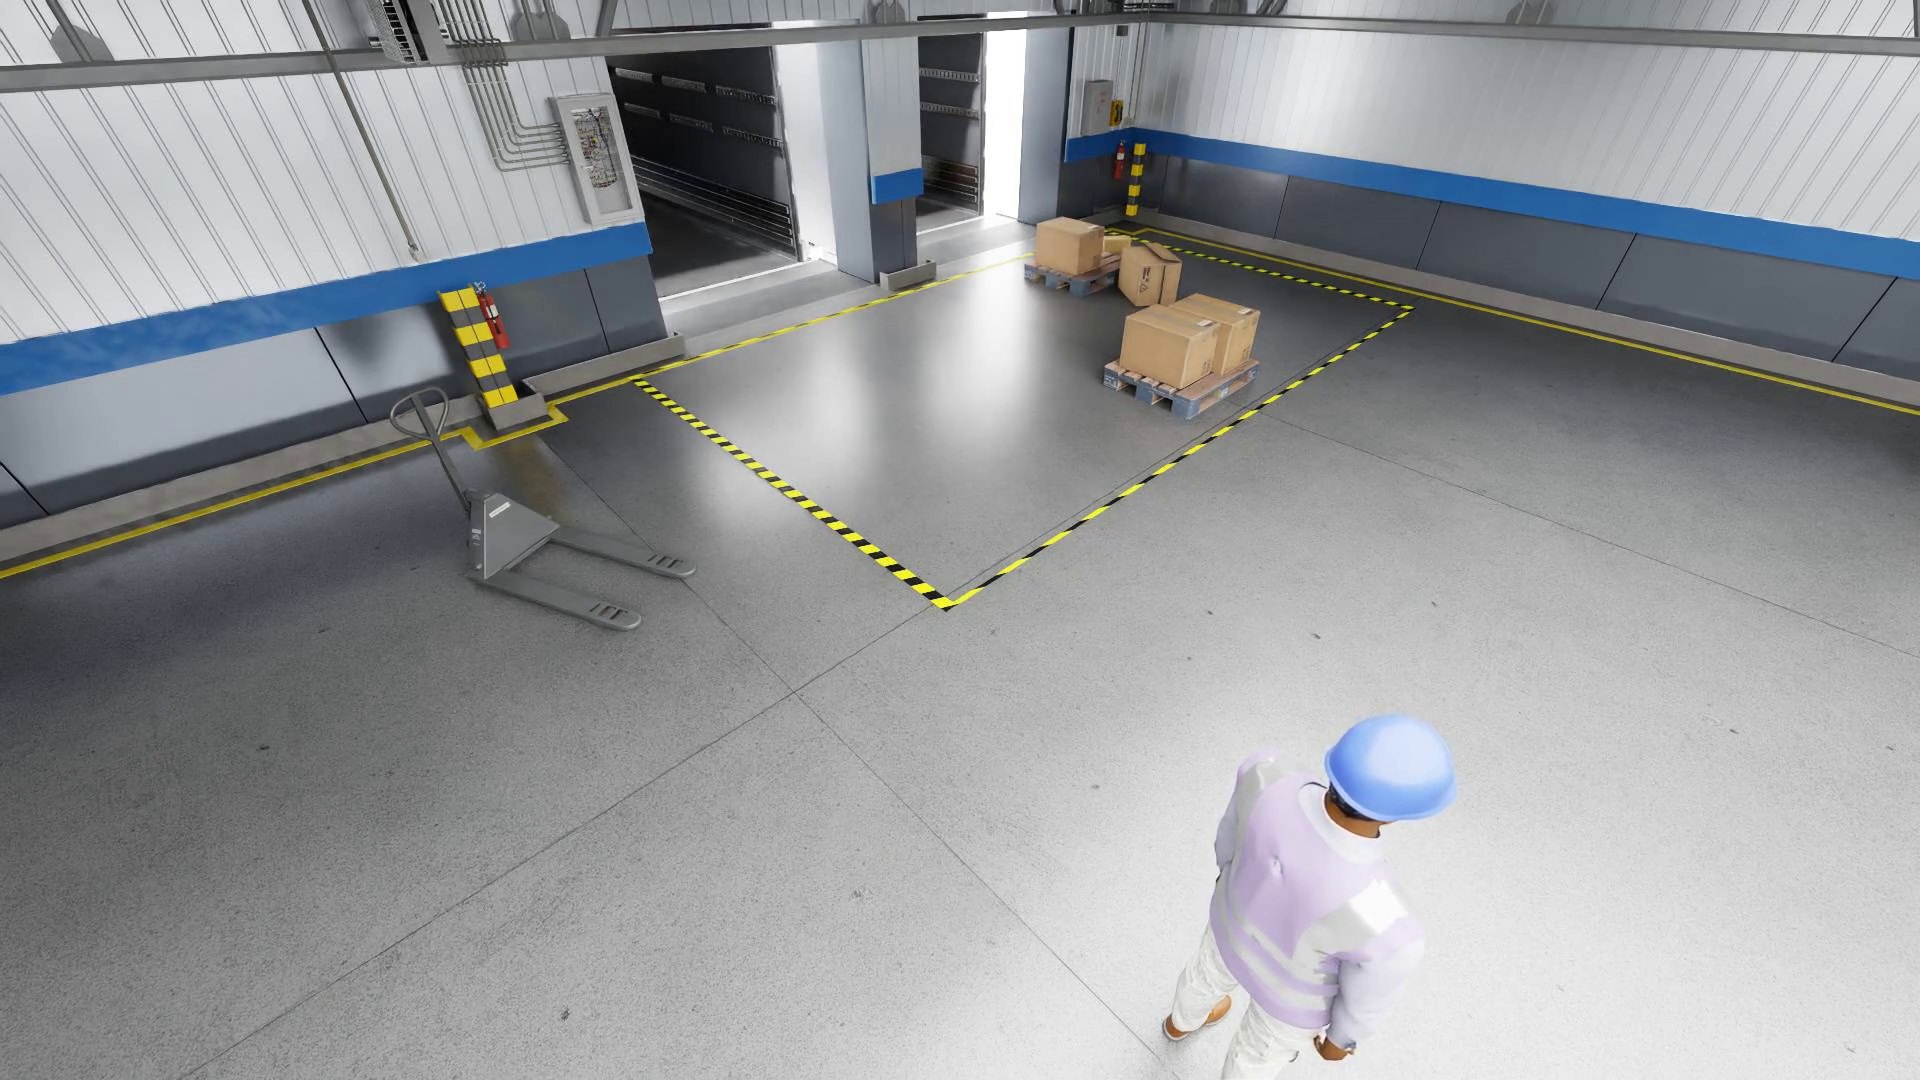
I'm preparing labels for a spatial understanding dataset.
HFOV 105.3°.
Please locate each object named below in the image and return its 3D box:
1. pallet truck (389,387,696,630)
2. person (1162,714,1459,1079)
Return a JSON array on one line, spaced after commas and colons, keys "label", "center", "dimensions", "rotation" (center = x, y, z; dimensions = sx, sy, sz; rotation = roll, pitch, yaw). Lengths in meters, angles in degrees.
[{"label": "pallet truck", "center": [-2.613, -0.247, 4.593], "dimensions": [1.601, 1.201, 0.680], "rotation": [14, 40, 17]}, {"label": "person", "center": [0.946, 1.186, 2.160], "dimensions": [0.384, 1.948, 0.603], "rotation": [-12, 39, -16]}]
